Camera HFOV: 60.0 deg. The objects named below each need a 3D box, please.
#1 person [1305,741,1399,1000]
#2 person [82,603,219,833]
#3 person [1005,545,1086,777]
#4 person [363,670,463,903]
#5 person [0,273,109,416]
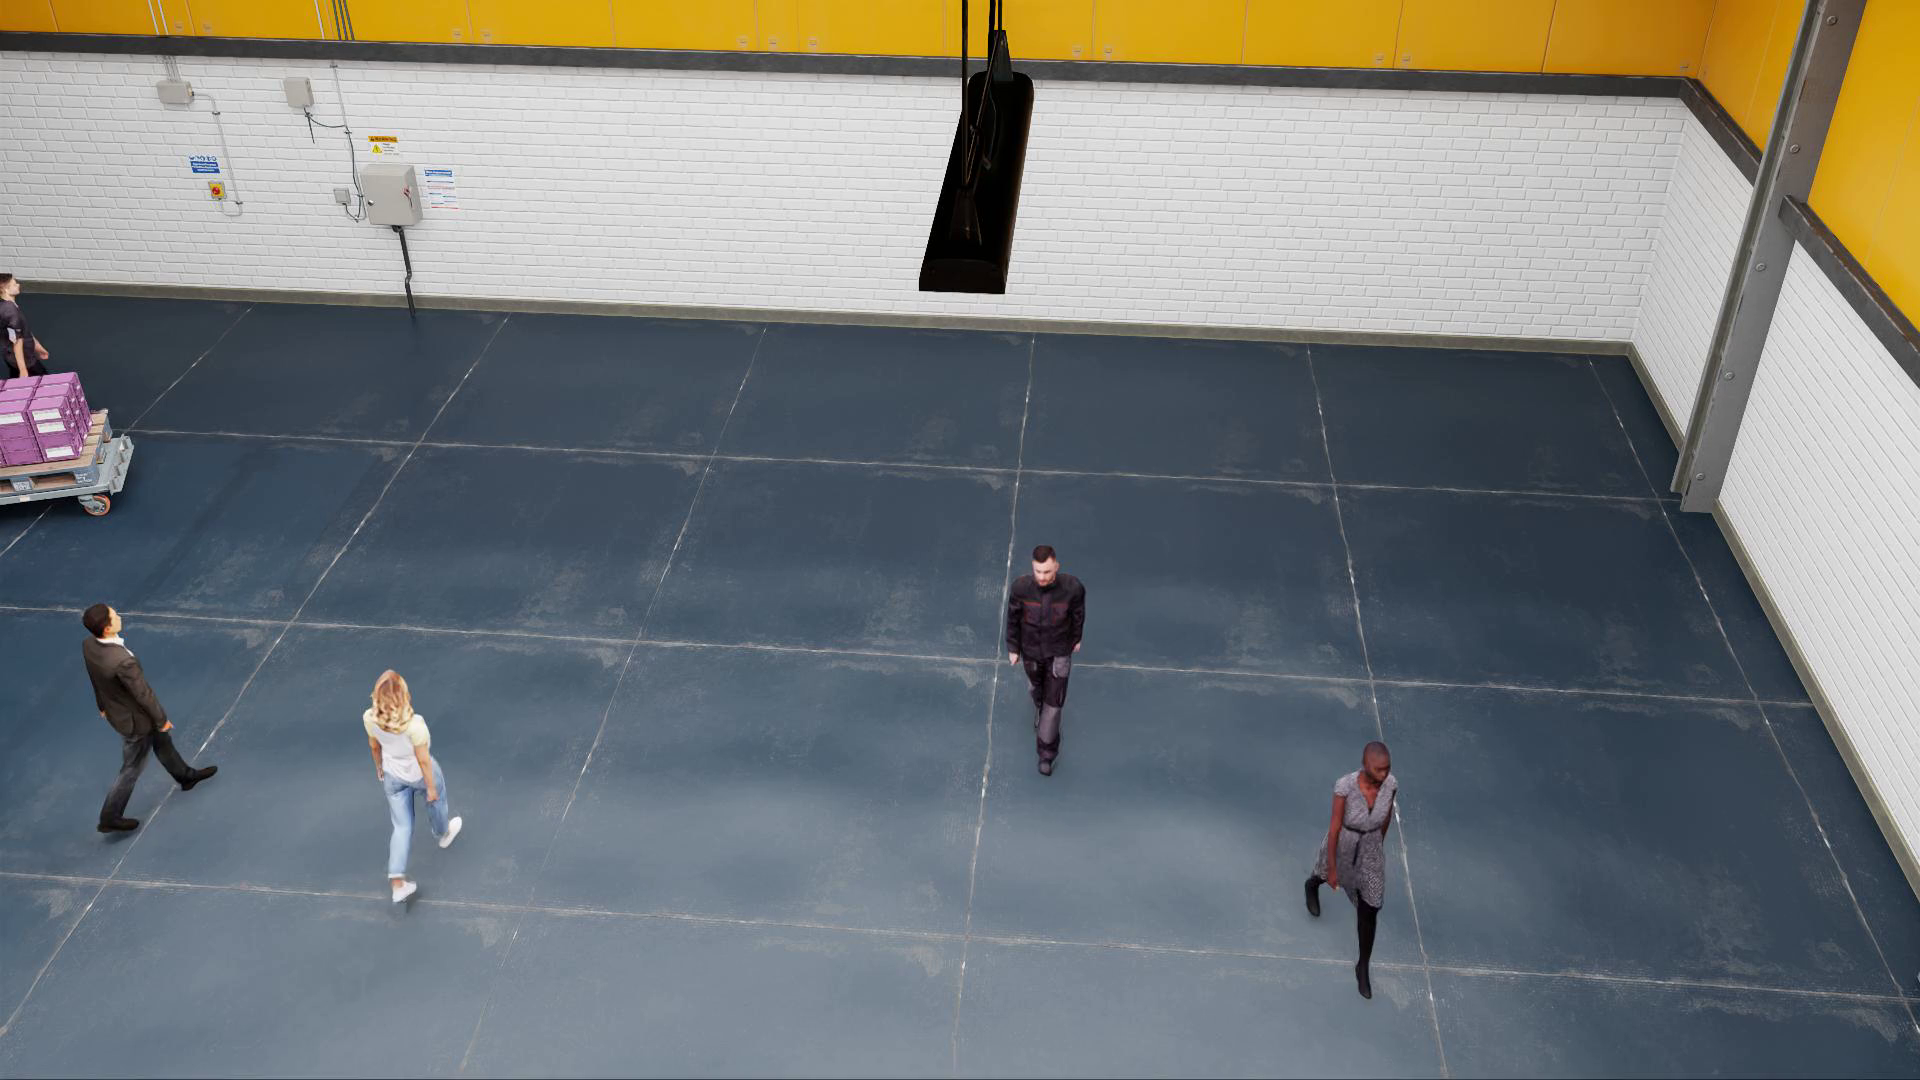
[{"bbox_3d":[2.434,1.937,10.527,0.790,1.738,1.220,-5,34,-7],"label":"person"},{"bbox_3d":[-5.828,1.257,11.524,1.100,1.767,1.267,25,41,32],"label":"person"},{"bbox_3d":[0.628,0.742,12.274,0.767,1.795,1.198,5,34,7],"label":"person"},{"bbox_3d":[-3.700,1.636,11.028,0.725,1.685,1.153,7,34,10],"label":"person"},{"bbox_3d":[-9.097,-1.692,16.006,1.152,1.717,1.153,-20,38,-27],"label":"person"}]
